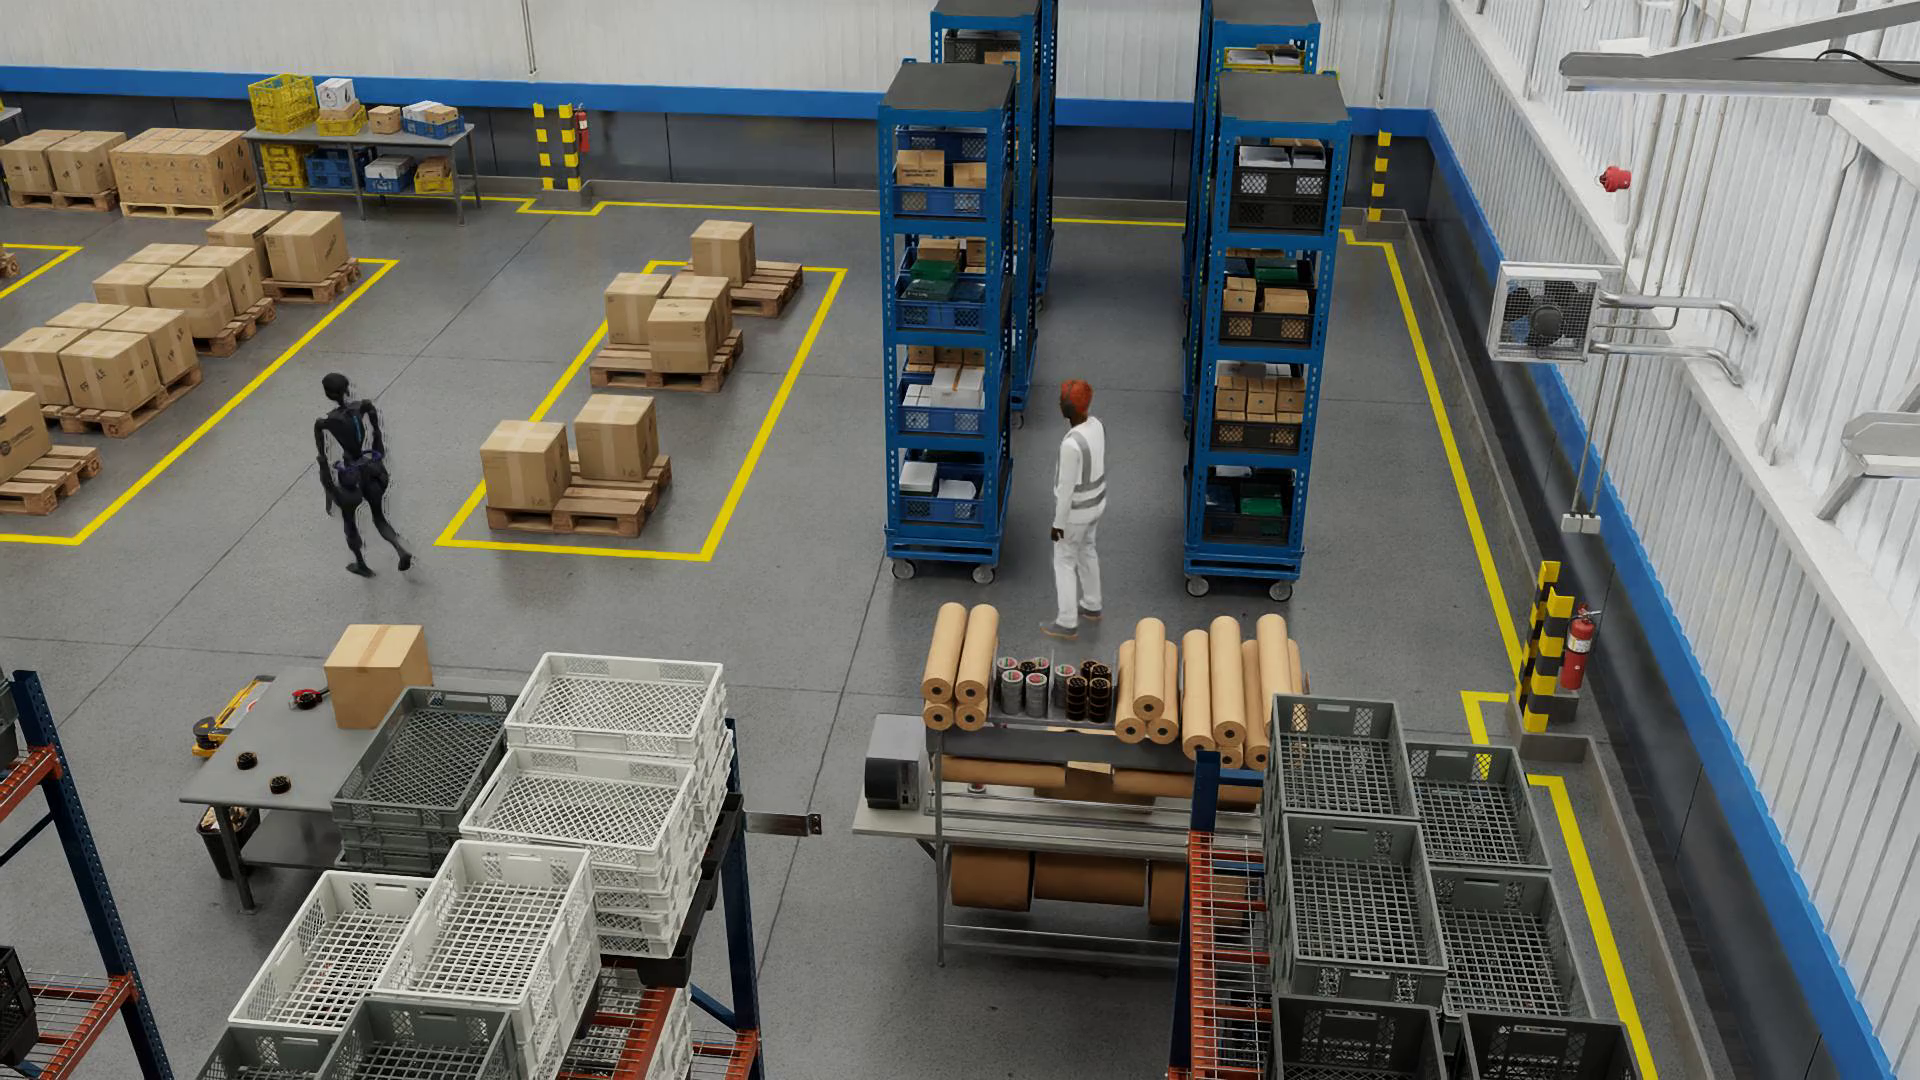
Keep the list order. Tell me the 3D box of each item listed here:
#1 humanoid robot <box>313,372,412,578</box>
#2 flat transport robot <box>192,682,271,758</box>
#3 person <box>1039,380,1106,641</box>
[{"bbox_3d":[-4.348,-0.446,12.052,0.508,1.647,0.578,20,36,31],"label":"humanoid robot"},{"bbox_3d":[-4.089,1.163,10.648,1.431,0.197,0.652,3,30,6],"label":"flat transport robot"},{"bbox_3d":[0.814,-0.218,11.454,0.359,1.871,0.583,14,33,23],"label":"person"}]
